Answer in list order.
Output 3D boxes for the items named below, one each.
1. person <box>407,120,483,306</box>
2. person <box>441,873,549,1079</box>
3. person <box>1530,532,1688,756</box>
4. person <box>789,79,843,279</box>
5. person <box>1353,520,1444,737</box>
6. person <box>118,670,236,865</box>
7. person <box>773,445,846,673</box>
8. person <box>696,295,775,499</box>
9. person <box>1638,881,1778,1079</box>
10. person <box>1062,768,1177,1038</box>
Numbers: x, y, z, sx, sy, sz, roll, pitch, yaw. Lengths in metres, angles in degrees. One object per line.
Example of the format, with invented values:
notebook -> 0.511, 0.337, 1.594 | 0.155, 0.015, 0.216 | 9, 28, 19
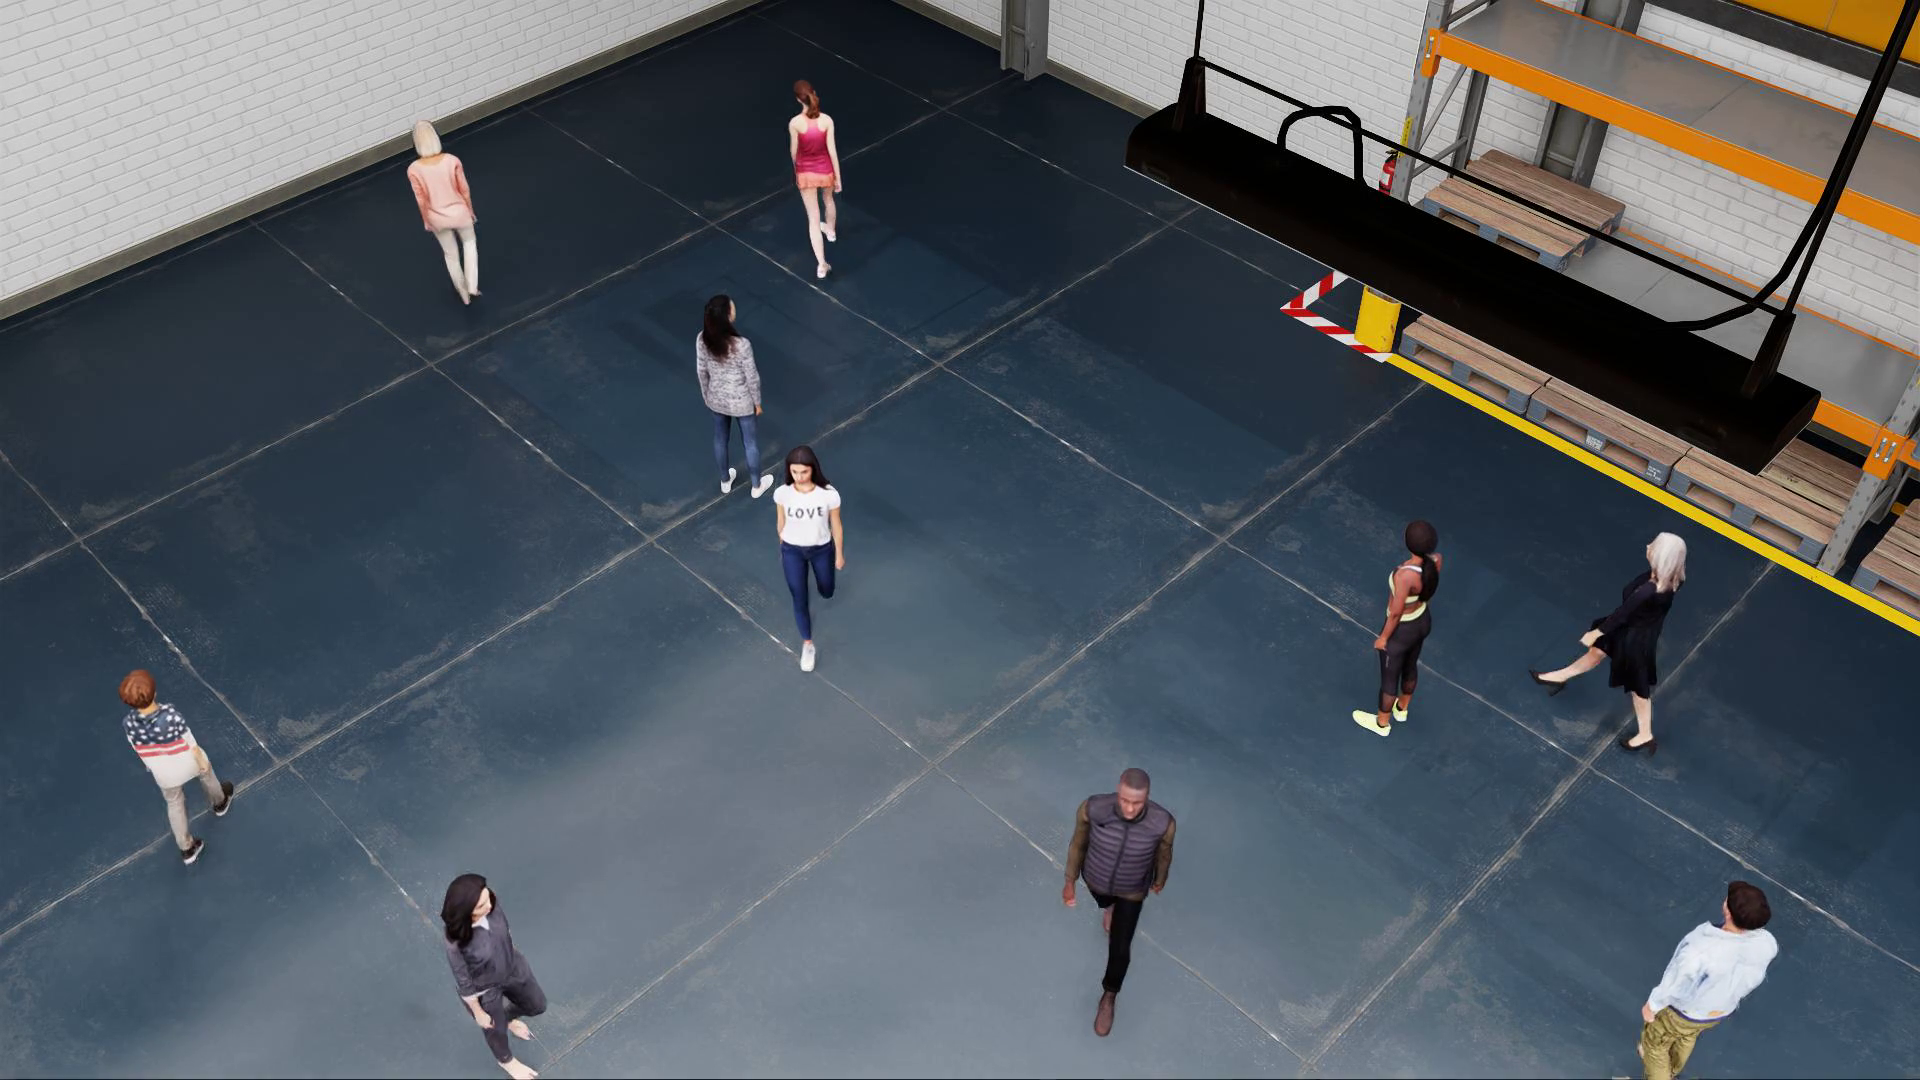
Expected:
person -> -4.264, -2.668, 13.885 | 0.735, 1.714, 0.774 | -14, 45, -14
person -> -2.530, 2.265, 8.681 | 0.742, 1.750, 0.705 | 18, 47, 18
person -> 4.275, 0.689, 10.371 | 1.151, 1.701, 0.597 | 32, 52, 29
person -> -1.254, -3.085, 14.327 | 0.919, 1.709, 1.177 | -9, 44, -9
person -> 2.810, 0.563, 10.465 | 0.586, 1.754, 0.536 | -28, 50, -26
person -> -4.686, 1.341, 9.891 | 0.830, 1.418, 0.958 | -8, 44, -9
person -> -0.990, 0.031, 11.021 | 1.008, 1.757, 1.053 | 2, 44, 2
person -> -1.679, -1.039, 12.162 | 0.624, 1.732, 0.746 | 12, 45, 12
person -> 3.783, 2.383, 8.509 | 0.870, 1.817, 0.929 | -8, 44, -8
person -> 0.874, 1.797, 9.141 | 1.239, 1.793, 1.104 | 13, 45, 13
